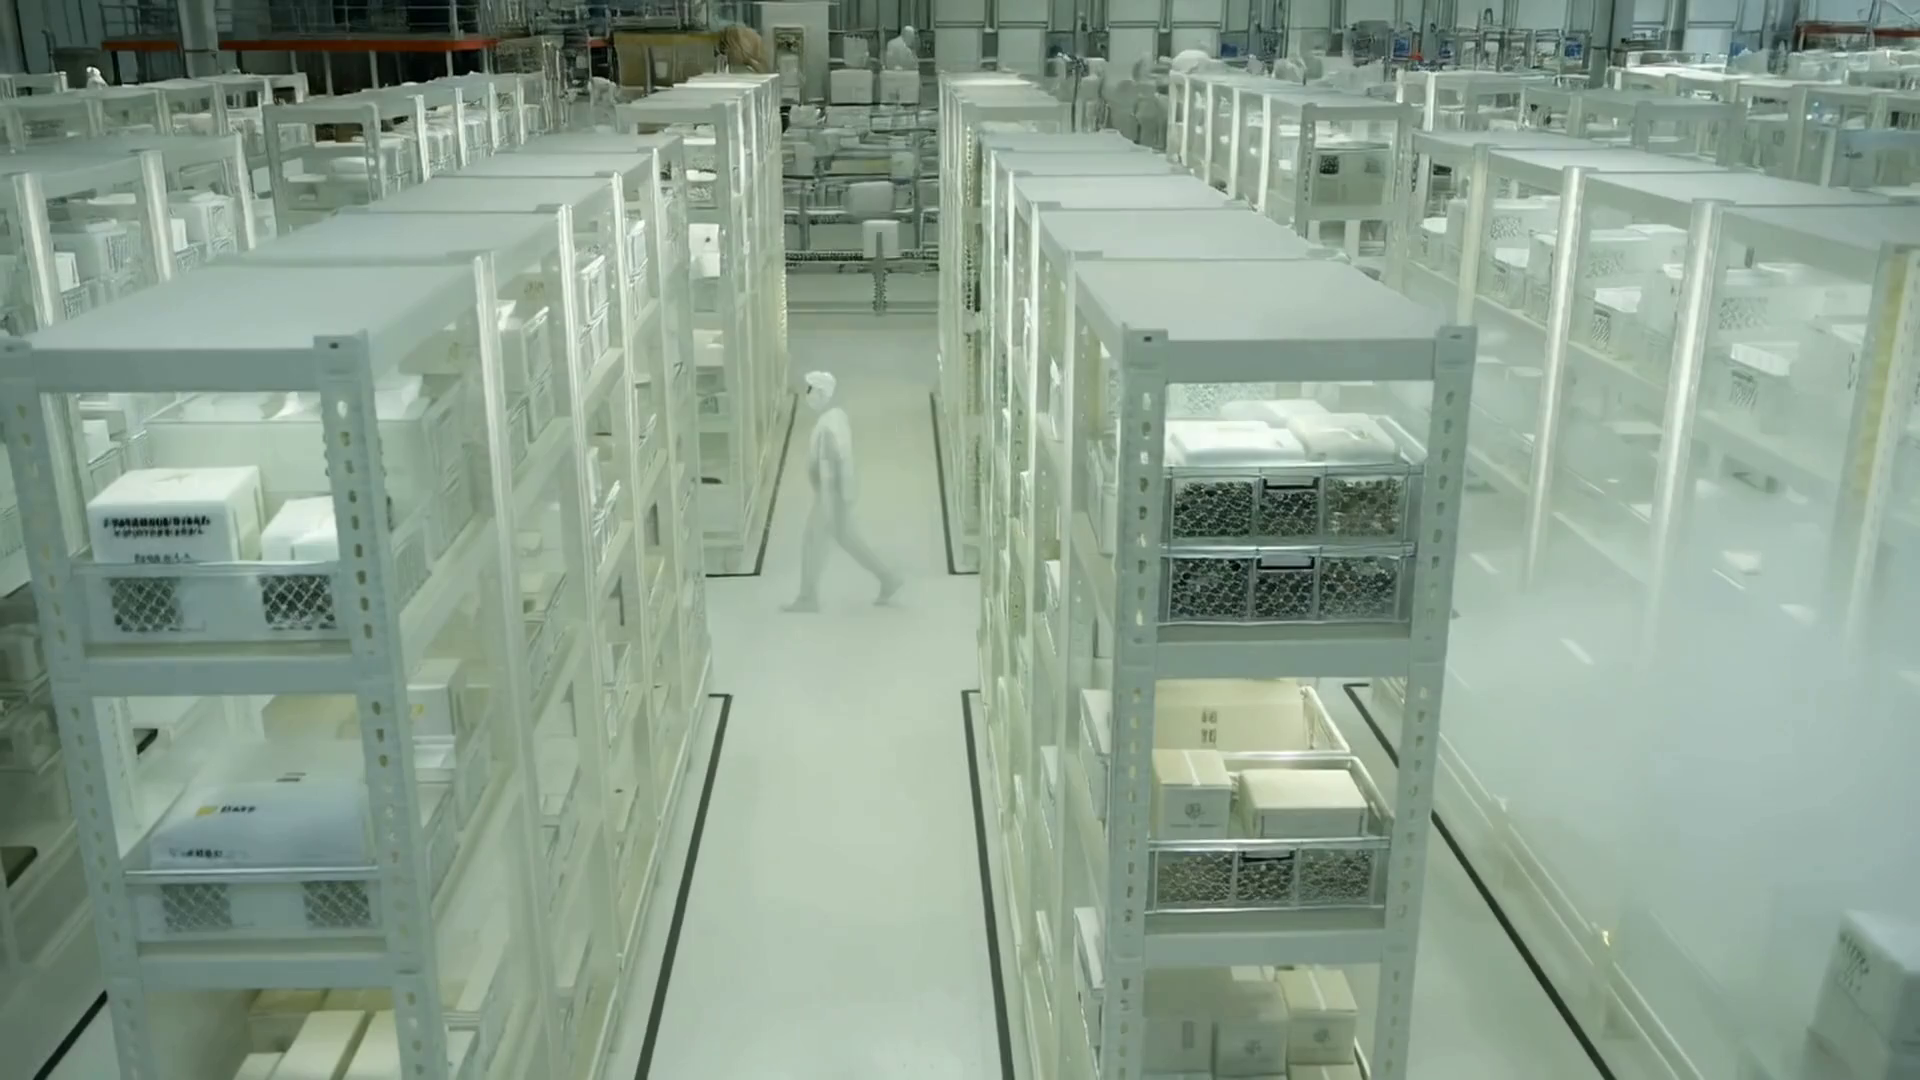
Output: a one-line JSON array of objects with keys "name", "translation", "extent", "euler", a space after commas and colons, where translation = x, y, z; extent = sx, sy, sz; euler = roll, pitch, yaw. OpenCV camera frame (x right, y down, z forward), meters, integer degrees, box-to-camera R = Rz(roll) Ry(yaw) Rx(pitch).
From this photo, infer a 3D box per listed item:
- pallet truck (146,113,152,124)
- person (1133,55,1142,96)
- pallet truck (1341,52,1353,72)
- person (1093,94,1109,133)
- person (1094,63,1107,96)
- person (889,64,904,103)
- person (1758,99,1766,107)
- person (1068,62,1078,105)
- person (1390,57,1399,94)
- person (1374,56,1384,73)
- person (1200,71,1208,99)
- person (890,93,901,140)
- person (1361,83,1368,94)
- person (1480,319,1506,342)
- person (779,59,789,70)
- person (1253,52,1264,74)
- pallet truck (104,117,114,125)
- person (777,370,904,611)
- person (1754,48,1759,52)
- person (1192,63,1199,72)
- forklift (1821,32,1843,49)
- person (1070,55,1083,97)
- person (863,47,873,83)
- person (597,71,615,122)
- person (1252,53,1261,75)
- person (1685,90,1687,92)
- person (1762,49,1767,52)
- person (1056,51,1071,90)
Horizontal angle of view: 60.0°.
[{"name": "pallet truck", "translation": [-18.087, -8.309, 36.390], "extent": [1.885, 1.965, 0.823], "euler": [-1, 18, -4]}, {"name": "person", "translation": [8.480, -22.226, 79.576], "extent": [0.439, 1.924, 0.634], "euler": [1, 18, 3]}, {"name": "pallet truck", "translation": [18.794, -23.123, 82.231], "extent": [0.823, 1.965, 1.885], "euler": [-13, 22, -35]}, {"name": "person", "translation": [4.035, -11.813, 47.529], "extent": [0.518, 1.825, 0.967], "euler": [-3, 18, -8]}, {"name": "person", "translation": [5.955, -19.286, 70.582], "extent": [0.506, 1.859, 0.394], "euler": [10, 21, 29]}, {"name": "person", "translation": [-2.729, -19.234, 70.524], "extent": [0.646, 1.793, 0.926], "euler": [13, 22, 34]}, {"name": "person", "translation": [21.908, -11.163, 45.579], "extent": [0.588, 1.782, 0.989], "euler": [1, 18, 4]}, {"name": "person", "translation": [4.930, -19.856, 72.372], "extent": [0.429, 1.845, 0.622], "euler": [-1, 18, -5]}, {"name": "person", "translation": [21.385, -22.824, 81.720], "extent": [0.400, 1.735, 0.496], "euler": [15, 23, 38]}, {"name": "person", "translation": [21.343, -23.809, 84.795], "extent": [0.550, 1.712, 0.920], "euler": [-2, 18, -7]}, {"name": "person", "translation": [8.433, -15.196, 57.631], "extent": [0.672, 2.000, 0.536], "euler": [-1, 18, -4]}, {"name": "person", "translation": [-1.891, -12.348, 49.270], "extent": [0.337, 1.761, 0.526], "euler": [-6, 19, -17]}, {"name": "person", "translation": [14.041, -14.942, 57.439], "extent": [0.751, 1.673, 0.530], "euler": [1, 18, 3]}, {"name": "person", "translation": [4.371, -1.052, 13.963], "extent": [0.664, 1.968, 0.726], "euler": [-3, 18, -8]}, {"name": "person", "translation": [-9.590, -25.627, 90.006], "extent": [0.551, 1.976, 0.657], "euler": [-16, 24, -40]}, {"name": "person", "translation": [14.908, -23.395, 83.209], "extent": [0.589, 1.922, 0.389], "euler": [6, 19, 19]}, {"name": "pallet truck", "translation": [-18.367, -7.885, 35.078], "extent": [1.885, 1.965, 0.823], "euler": [1, 18, 2]}, {"name": "person", "translation": [-0.871, -0.348, 12.064], "extent": [0.886, 1.813, 0.576], "euler": [0, 18, 0]}, {"name": "person", "translation": [43.500, -25.950, 91.081], "extent": [0.543, 1.935, 0.366], "euler": [1, 18, 4]}, {"name": "person", "translation": [9.269, -17.784, 65.663], "extent": [0.604, 2.034, 0.417], "euler": [6, 19, 17]}, {"name": "forklift", "translation": [46.003, -25.465, 88.065], "extent": [1.129, 2.768, 1.873], "euler": [-1, 18, -2]}, {"name": "person", "translation": [5.489, -21.844, 78.387], "extent": [0.588, 1.927, 0.365], "euler": [3, 18, 9]}, {"name": "person", "translation": [-5.129, -26.485, 92.752], "extent": [0.547, 1.924, 0.413], "euler": [13, 22, 35]}, {"name": "person", "translation": [-13.204, -16.534, 62.069], "extent": [0.816, 1.863, 0.585], "euler": [3, 18, 9]}, {"name": "person", "translation": [14.312, -22.589, 80.613], "extent": [0.432, 1.982, 0.618], "euler": [-11, 21, -31]}, {"name": "person", "translation": [32.550, -20.581, 74.643], "extent": [0.553, 1.824, 0.525], "euler": [5, 19, 16]}, {"name": "person", "translation": [43.399, -25.586, 90.014], "extent": [0.372, 1.906, 0.692], "euler": [-3, 18, -10]}, {"name": "person", "translation": [5.271, -24.060, 85.268], "extent": [0.936, 1.905, 0.645], "euler": [17, 24, 42]}]
